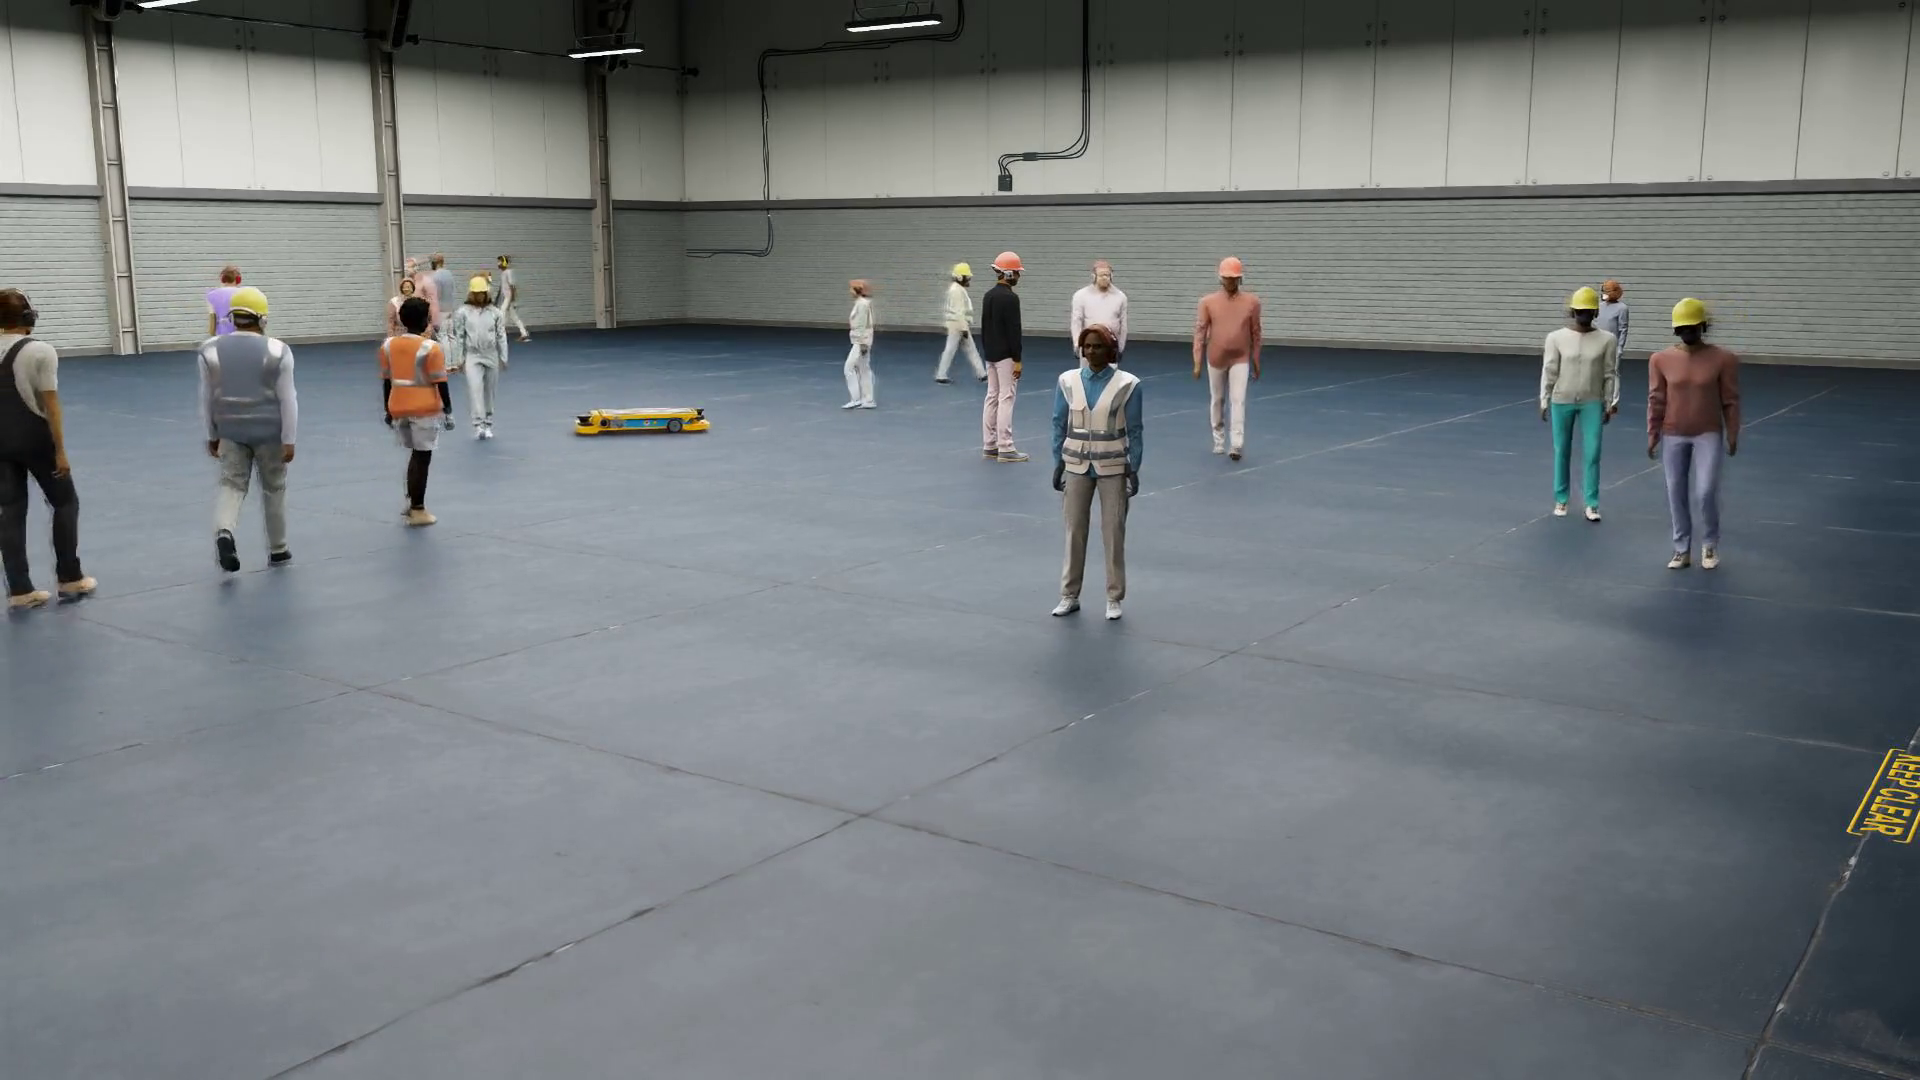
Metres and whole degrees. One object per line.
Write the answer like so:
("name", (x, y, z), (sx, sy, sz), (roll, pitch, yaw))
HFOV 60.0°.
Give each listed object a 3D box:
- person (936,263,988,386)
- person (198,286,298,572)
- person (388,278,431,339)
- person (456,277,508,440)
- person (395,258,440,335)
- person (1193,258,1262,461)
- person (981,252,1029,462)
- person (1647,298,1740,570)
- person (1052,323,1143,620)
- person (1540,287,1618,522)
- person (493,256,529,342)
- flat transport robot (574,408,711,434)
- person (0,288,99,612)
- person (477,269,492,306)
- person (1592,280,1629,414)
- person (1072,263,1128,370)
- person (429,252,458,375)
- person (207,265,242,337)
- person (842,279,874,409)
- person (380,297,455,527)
("person", (0.089, -3.129, 24.249), (0.953, 1.773, 0.602), (2, 10, 8))
("person", (-4.488, -0.686, 10.486), (0.595, 1.815, 0.723), (-1, 10, -6))
("person", (-7.284, -2.658, 22.051), (0.527, 1.628, 0.320), (-2, 10, -13))
("person", (-5.014, -1.898, 17.530), (0.508, 1.701, 0.849), (-5, 11, -25))
("person", (-8.129, -3.271, 24.833), (0.652, 1.859, 0.981), (7, 12, 34))
("person", (2.582, -1.749, 16.080), (0.657, 1.934, 1.056), (1, 10, 8))
("person", (0.430, -1.748, 15.906), (0.396, 1.993, 0.618), (-5, 11, -27))
("person", (4.610, -0.656, 10.505), (0.534, 1.733, 0.471), (7, 12, 33))
("person", (0.757, -0.377, 9.222), (0.513, 1.642, 0.313), (4, 11, 20))
("person", (4.644, -1.014, 12.505), (0.539, 1.755, 0.570), (3, 11, 17))
("person", (-9.557, -5.057, 34.954), (1.005, 1.815, 0.515), (-5, 11, -25))
("flat transport robot", (-3.517, -1.330, 18.394), (1.431, 0.197, 0.652), (-3, 11, -16))
("person", (-5.306, -0.530, 9.568), (0.554, 1.818, 0.739), (1, 10, 5))
("person", (-8.580, -4.045, 29.848), (0.453, 1.622, 0.499), (1, 10, 6))
("person", (7.909, -2.354, 20.317), (0.282, 1.633, 0.499), (-5, 11, -27))
("person", (1.584, -2.202, 18.859), (0.635, 1.851, 1.018), (0, 10, 1))
("person", (-8.183, -3.570, 26.276), (0.353, 1.936, 0.635), (1, 10, 7))
("person", (-9.026, -2.508, 20.705), (0.581, 1.809, 0.936), (-2, 10, -9))
("person", (-1.321, -2.437, 20.793), (0.541, 1.619, 0.552), (-1, 10, -5))
("person", (-3.966, -0.943, 12.253), (0.556, 1.677, 0.476), (4, 11, 23))
